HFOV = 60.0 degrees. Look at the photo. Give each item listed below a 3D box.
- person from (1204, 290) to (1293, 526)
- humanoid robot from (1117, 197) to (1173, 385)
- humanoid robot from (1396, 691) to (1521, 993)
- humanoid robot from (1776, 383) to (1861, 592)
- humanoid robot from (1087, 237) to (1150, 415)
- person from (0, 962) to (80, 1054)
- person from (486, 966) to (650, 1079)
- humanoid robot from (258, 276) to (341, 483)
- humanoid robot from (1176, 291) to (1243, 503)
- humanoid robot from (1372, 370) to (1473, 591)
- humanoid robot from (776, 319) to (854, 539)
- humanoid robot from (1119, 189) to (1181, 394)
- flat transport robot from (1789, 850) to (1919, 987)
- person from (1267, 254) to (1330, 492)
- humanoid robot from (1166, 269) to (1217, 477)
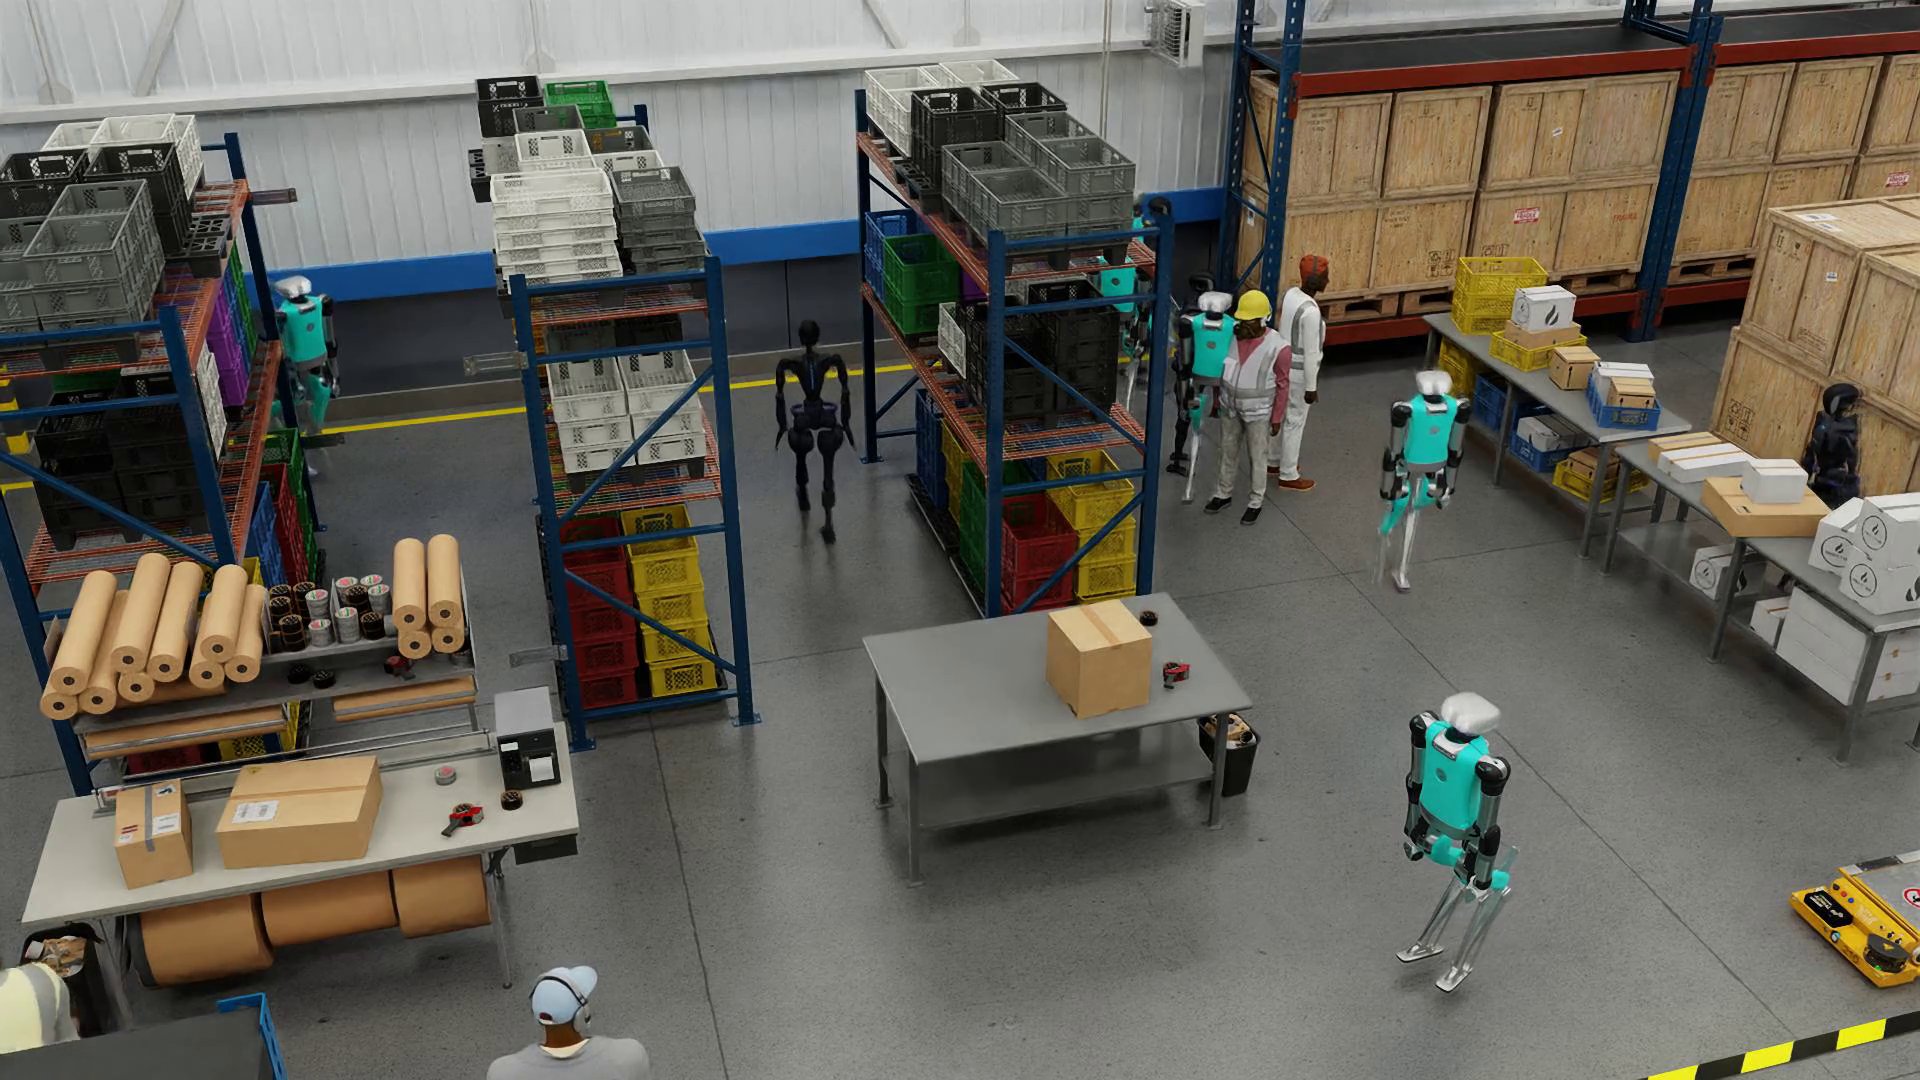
[{"bbox_3d":[2.123,-0.985,12.329,0.593,1.831,0.403,21,35,33],"label":"person"},{"bbox_3d":[1.638,-2.224,14.750,0.406,1.645,0.605,5,29,9],"label":"humanoid robot"},{"bbox_3d":[2.470,1.398,7.958,0.735,1.673,0.533,-17,33,-28],"label":"humanoid robot"},{"bbox_3d":[5.950,-0.308,11.325,0.824,1.627,0.594,-2,29,-4],"label":"humanoid robot"},{"bbox_3d":[1.348,-1.796,13.765,0.533,1.677,0.735,10,30,17],"label":"humanoid robot"},{"bbox_3d":[-3.684,2.250,6.473,0.892,1.811,0.630,14,32,24],"label":"person"},{"bbox_3d":[-1.416,2.336,6.268,0.596,1.849,0.387,-6,29,-12],"label":"person"},{"bbox_3d":[-5.151,-1.205,12.887,0.800,1.826,0.530,19,34,31],"label":"humanoid robot"},{"bbox_3d":[1.917,-1.120,12.617,0.536,1.737,0.706,8,30,14],"label":"humanoid robot"},{"bbox_3d":[3.078,-0.377,11.429,0.543,1.876,0.749,-2,29,-4],"label":"humanoid robot"},{"bbox_3d":[-1.079,-0.857,12.314,0.585,1.620,0.800,-4,29,-8],"label":"humanoid robot"},{"bbox_3d":[1.710,-2.158,14.591,0.823,1.807,0.583,9,30,17],"label":"humanoid robot"},{"bbox_3d":[5.163,1.916,8.676,1.431,0.231,0.659,-8,30,-14],"label":"flat transport robot"},{"bbox_3d":[2.611,-1.290,12.831,0.340,1.881,0.579,-5,29,-9],"label":"person"},{"bbox_3d":[1.843,-1.340,13.119,0.315,1.659,0.599,9,30,16],"label":"humanoid robot"}]
